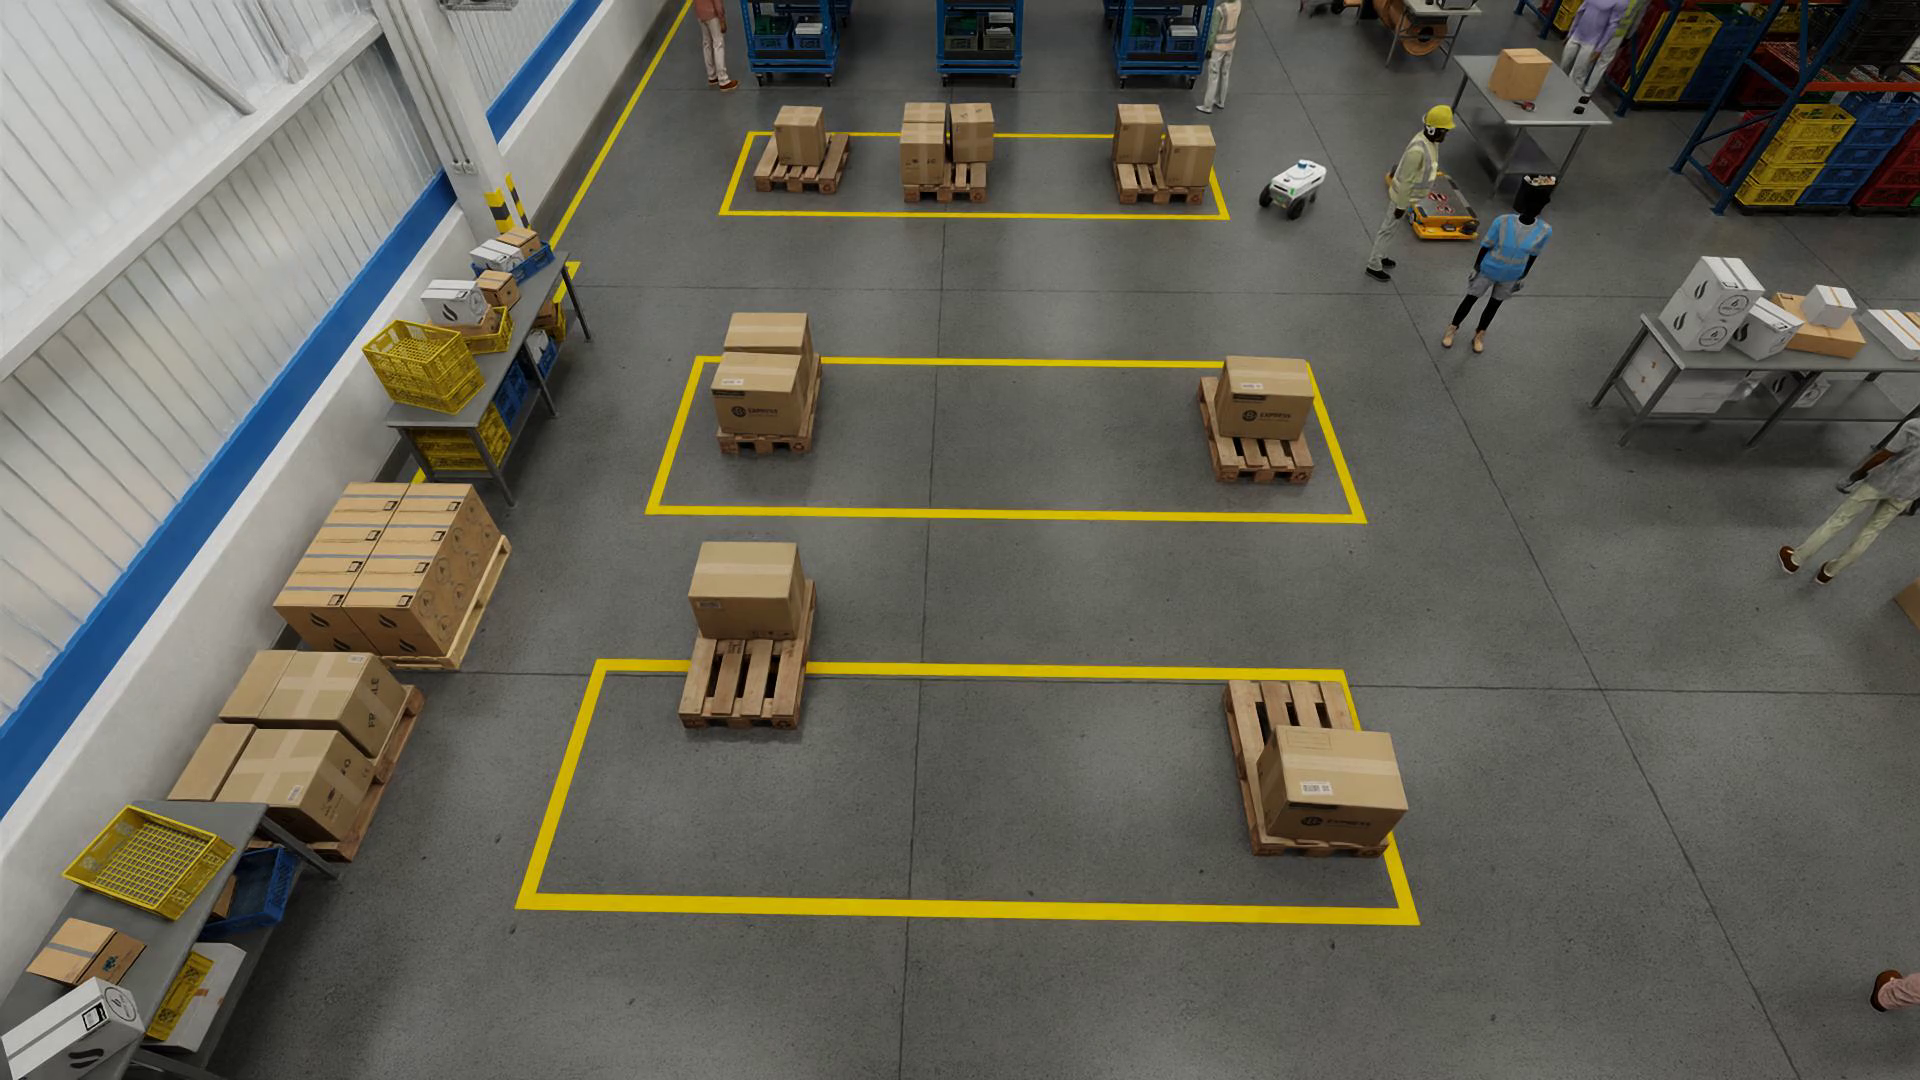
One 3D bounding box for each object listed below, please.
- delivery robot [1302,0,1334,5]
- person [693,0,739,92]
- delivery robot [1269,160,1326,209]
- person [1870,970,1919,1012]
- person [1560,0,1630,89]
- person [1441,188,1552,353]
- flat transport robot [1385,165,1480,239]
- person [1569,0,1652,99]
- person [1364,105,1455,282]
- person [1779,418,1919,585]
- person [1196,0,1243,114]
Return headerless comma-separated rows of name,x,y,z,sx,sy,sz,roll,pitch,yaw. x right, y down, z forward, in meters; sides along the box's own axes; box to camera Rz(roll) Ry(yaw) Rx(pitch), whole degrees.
delivery robot,5.984,-9.061,15.112,0.707,0.478,0.477,-14,51,-12
person,-3.459,-7.331,12.739,0.608,1.987,0.402,34,57,26
delivery robot,4.053,-4.307,10.997,0.707,0.478,0.477,-34,57,-26
person,5.518,2.136,4.588,0.410,1.913,0.651,-25,54,-20
person,8.294,-6.611,12.145,0.379,1.937,0.629,-14,50,-11
person,5.179,-2.570,8.803,0.535,1.697,0.318,13,50,11
flat transport robot,5.692,-4.094,11.059,0.652,0.197,1.431,1,49,1
person,8.859,-6.953,12.511,0.629,1.837,0.429,23,53,19
person,4.719,-3.640,9.639,0.404,1.835,0.586,25,54,20
person,6.887,-0.385,6.803,0.520,1.865,0.328,28,55,22
person,3.532,-6.654,12.384,0.521,1.630,0.326,-28,55,-22
